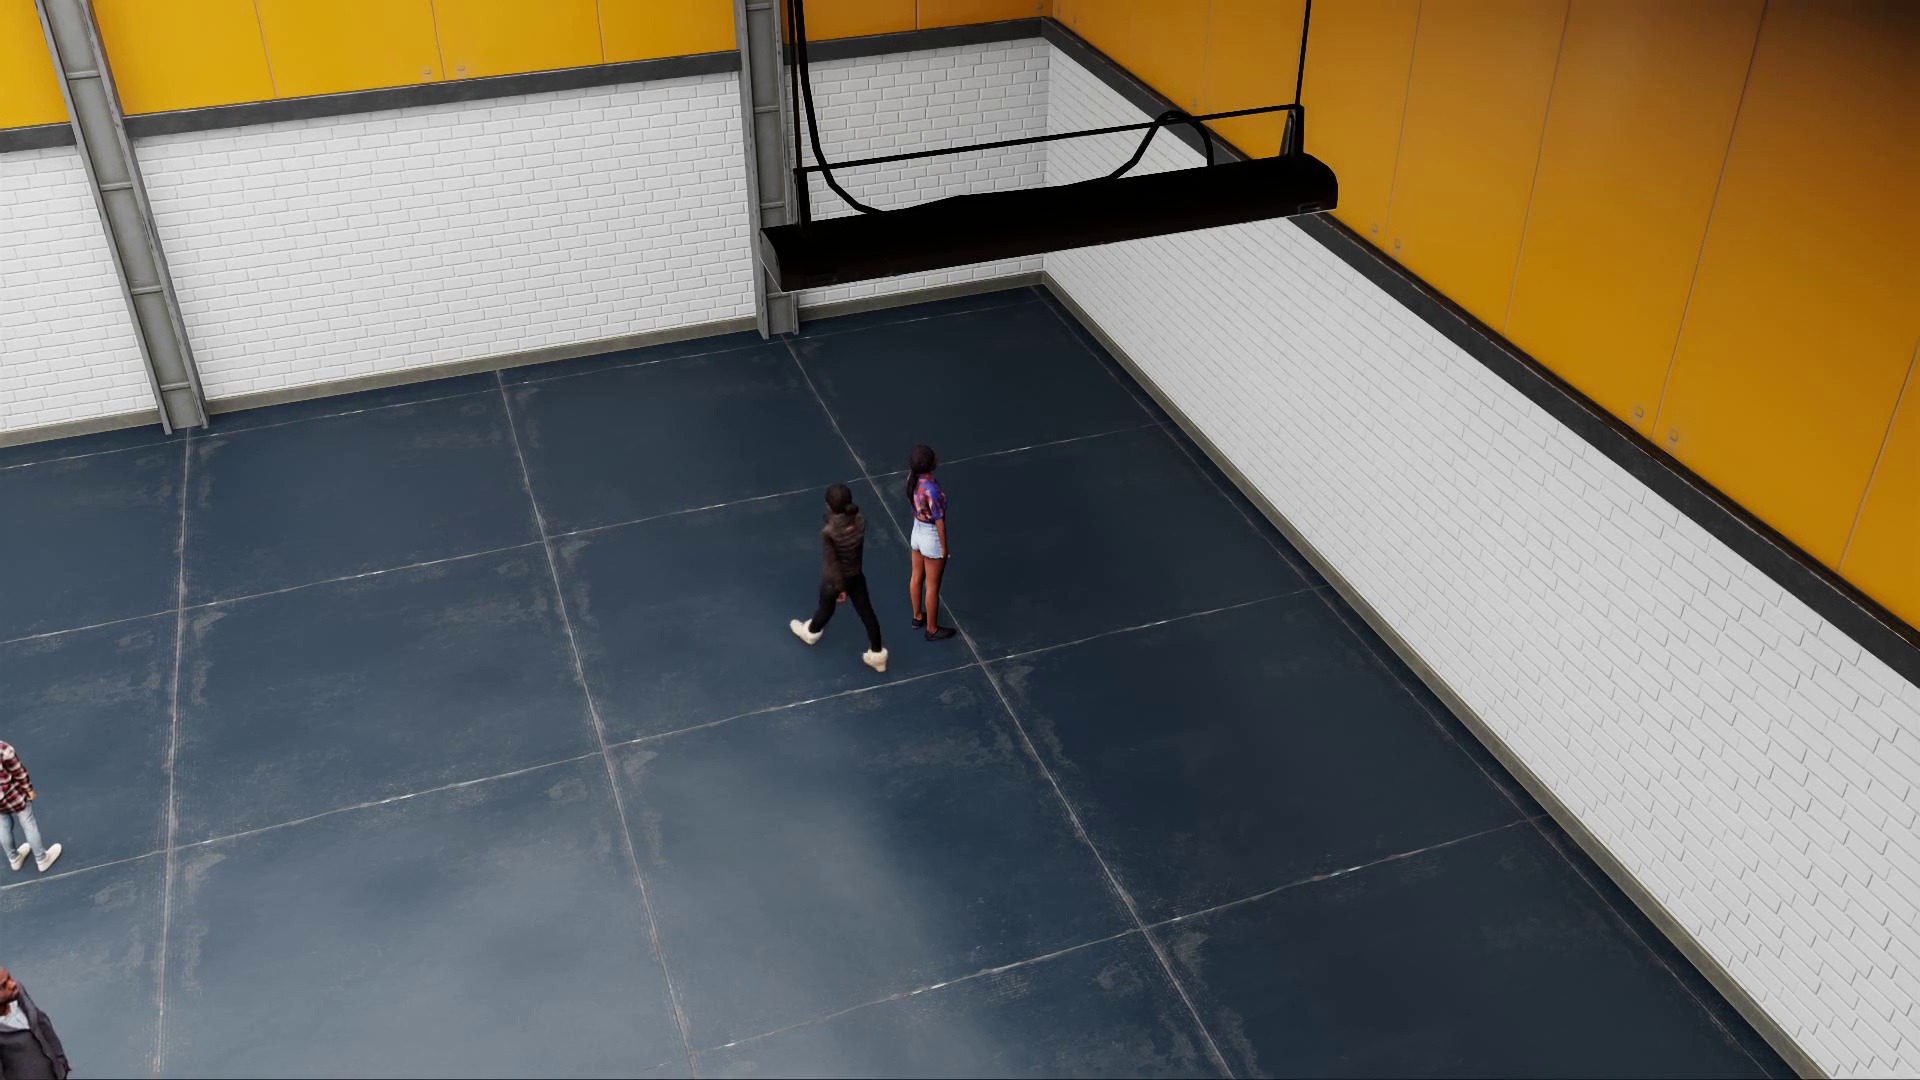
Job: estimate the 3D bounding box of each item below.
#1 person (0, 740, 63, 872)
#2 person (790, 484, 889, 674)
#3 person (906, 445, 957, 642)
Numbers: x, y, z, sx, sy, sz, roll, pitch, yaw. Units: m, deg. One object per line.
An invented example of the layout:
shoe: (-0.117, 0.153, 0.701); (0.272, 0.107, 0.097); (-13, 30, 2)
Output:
person: (-6.325, 1.657, 11.002); (0.545, 1.304, 0.651); (2, 34, 4)
person: (-0.966, 0.231, 12.857); (0.887, 1.625, 1.122); (16, 37, 23)
person: (-0.257, 0.004, 13.093); (0.596, 1.743, 0.636); (-21, 39, -28)
